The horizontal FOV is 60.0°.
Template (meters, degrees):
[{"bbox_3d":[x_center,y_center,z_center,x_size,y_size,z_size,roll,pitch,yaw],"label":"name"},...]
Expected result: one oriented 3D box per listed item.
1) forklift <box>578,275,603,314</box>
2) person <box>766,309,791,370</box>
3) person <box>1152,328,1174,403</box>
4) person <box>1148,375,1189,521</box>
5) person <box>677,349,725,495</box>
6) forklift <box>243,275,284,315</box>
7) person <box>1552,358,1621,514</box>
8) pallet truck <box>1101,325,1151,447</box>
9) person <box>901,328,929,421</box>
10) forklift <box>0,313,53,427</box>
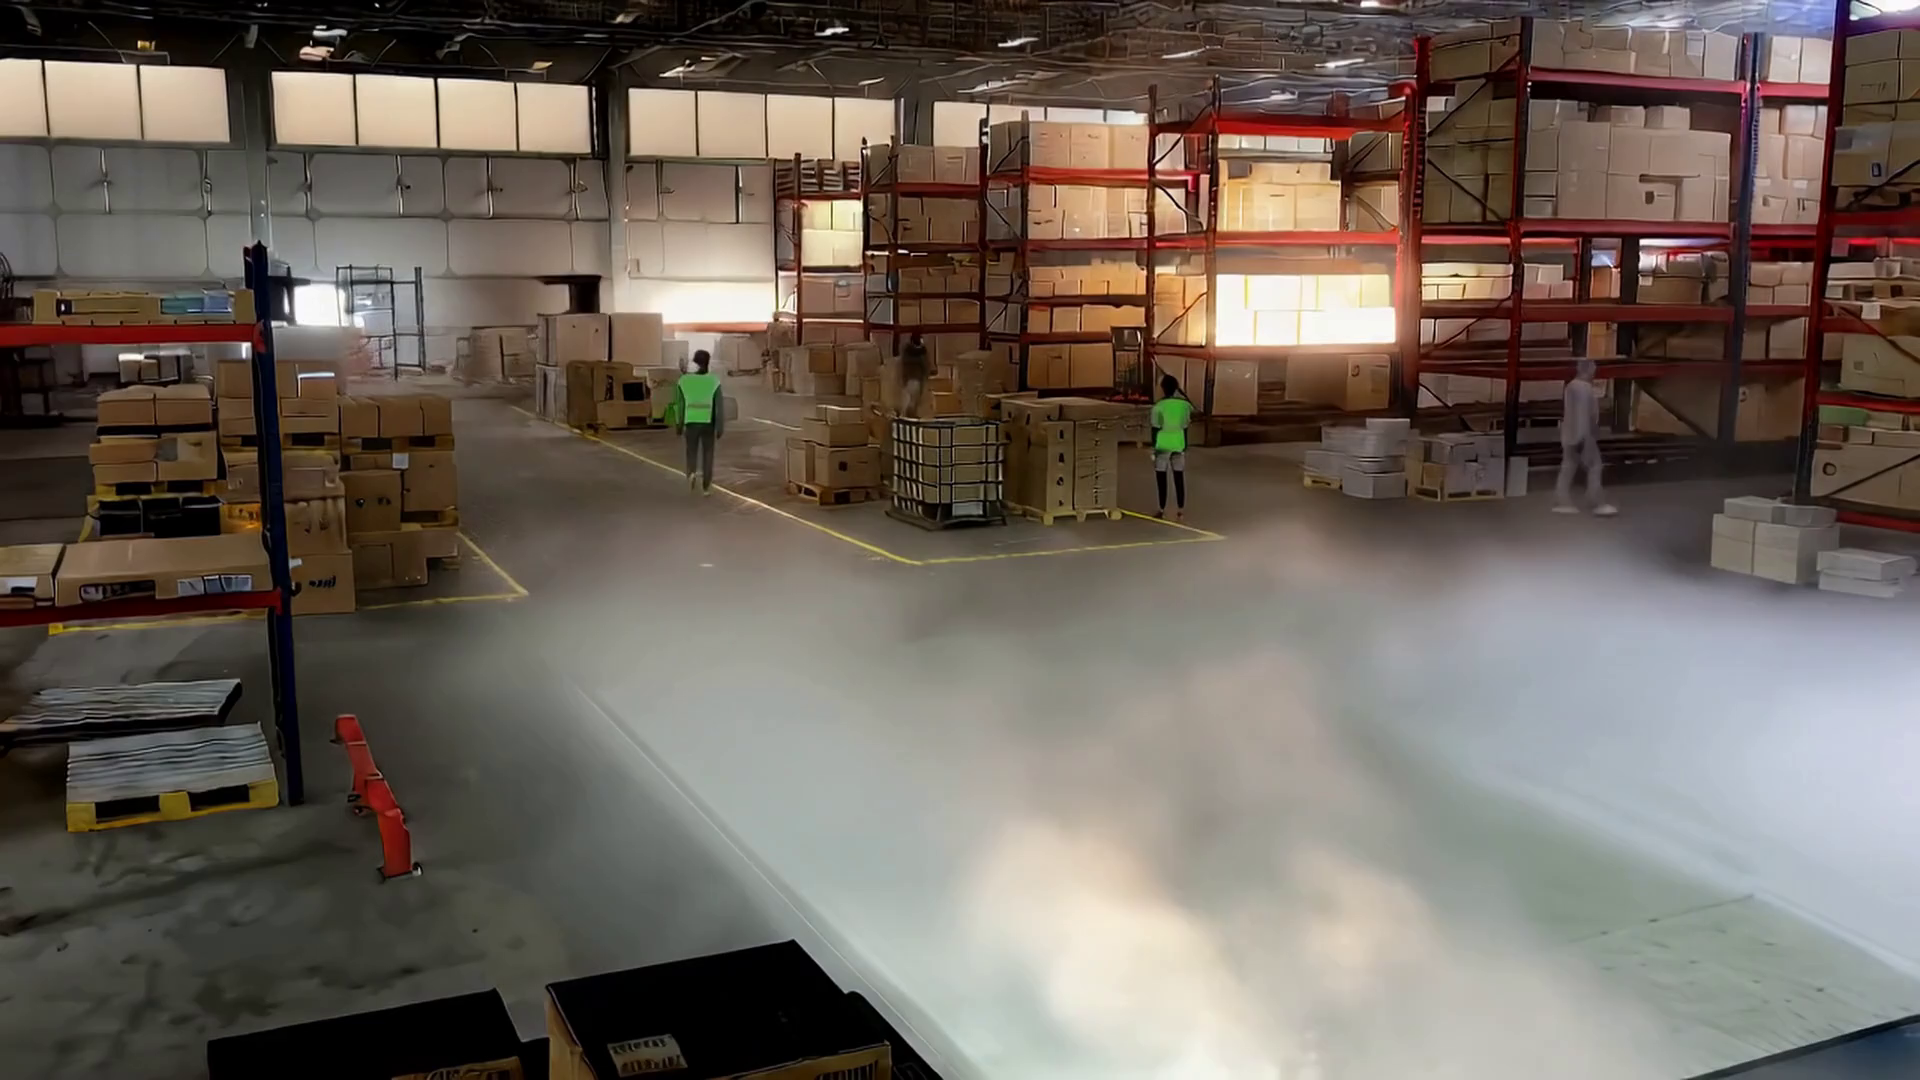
[{"bbox_3d":[-8.383,-4.637,37.859,1.873,2.768,1.129,-4,10,-25],"label":"forklift"},{"bbox_3d":[-4.586,-4.860,42.031,0.647,1.972,0.557,1,9,8],"label":"person"},{"bbox_3d":[3.685,-2.926,30.160,0.700,1.945,0.603,-5,10,-27],"label":"person"},{"bbox_3d":[2.426,-1.070,19.383,0.540,1.695,0.317,-4,10,-26],"label":"person"},{"bbox_3d":[-3.351,-1.513,21.495,0.630,1.901,0.469,0,9,-1],"label":"person"},{"bbox_3d":[-16.900,-5.063,40.496,1.873,2.768,1.129,4,10,24],"label":"forklift"},{"bbox_3d":[7.552,-1.241,19.936,0.877,1.862,0.684,0,9,1],"label":"person"},{"bbox_3d":[2.881,-2.596,27.923,0.823,1.965,1.885,-1,9,-7],"label":"pallet truck"},{"bbox_3d":[-0.822,-2.797,29.423,0.625,1.918,0.575,-9,13,-43],"label":"person"},{"bbox_3d":[-17.916,-3.491,30.748,1.873,2.768,1.129,-4,10,-25],"label":"forklift"}]
